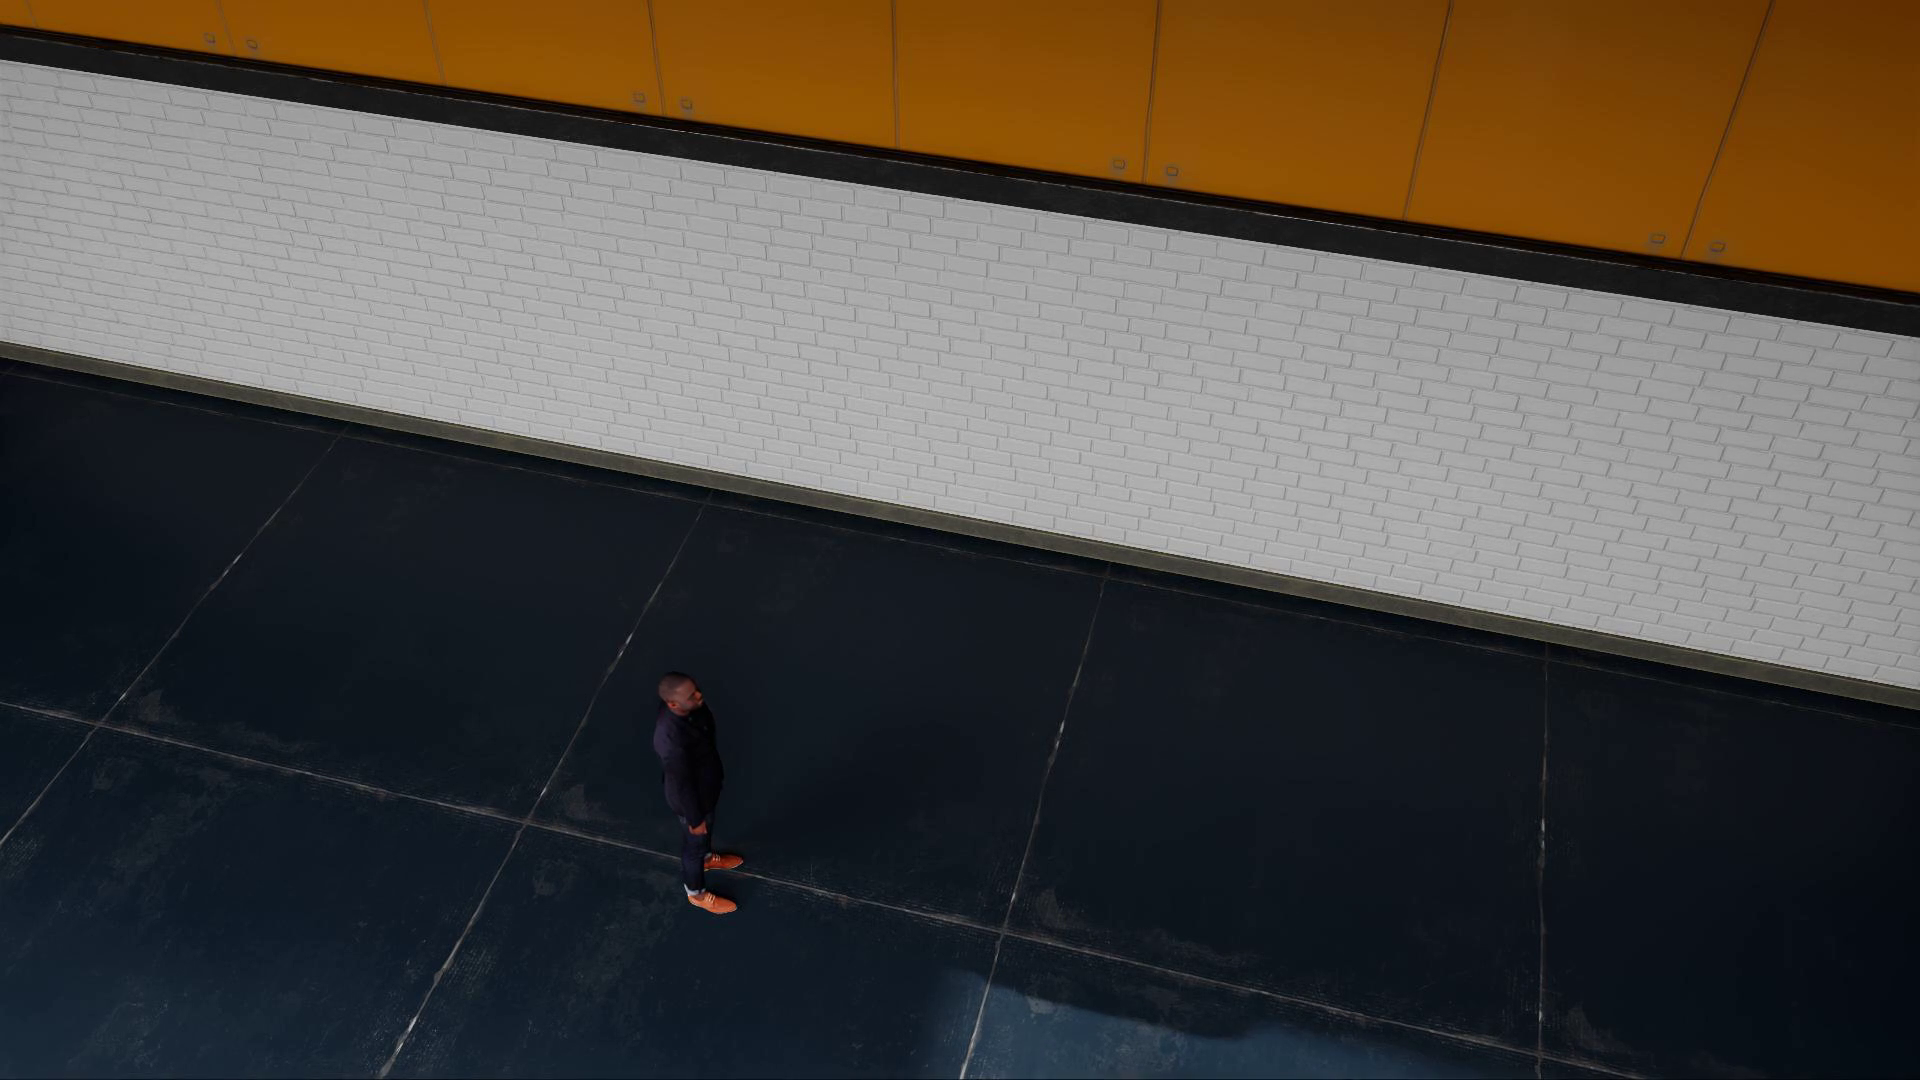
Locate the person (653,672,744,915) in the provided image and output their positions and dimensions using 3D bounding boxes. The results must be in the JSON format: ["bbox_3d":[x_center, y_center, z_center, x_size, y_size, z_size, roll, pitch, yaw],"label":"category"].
[{"bbox_3d":[-1.476,1.367,9.202,0.810,1.817,0.625,1,44,1],"label":"person"}]
